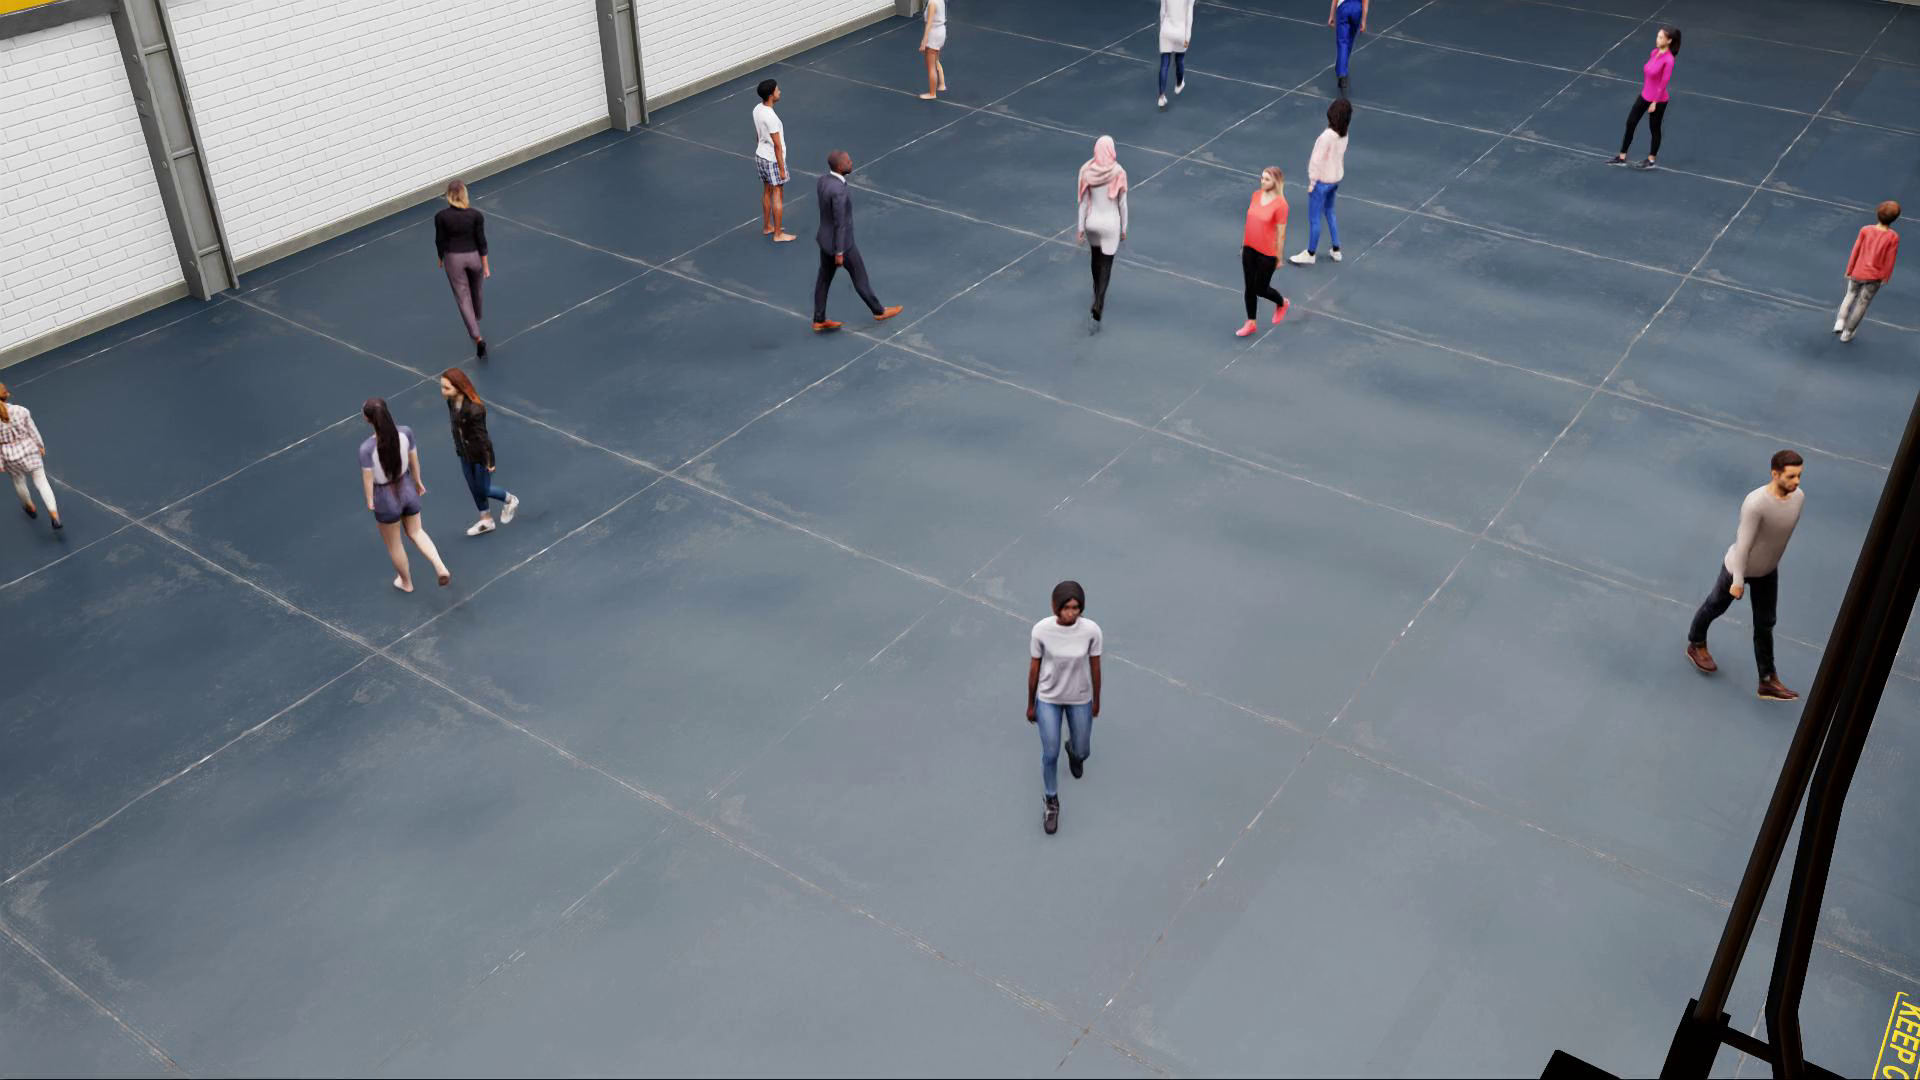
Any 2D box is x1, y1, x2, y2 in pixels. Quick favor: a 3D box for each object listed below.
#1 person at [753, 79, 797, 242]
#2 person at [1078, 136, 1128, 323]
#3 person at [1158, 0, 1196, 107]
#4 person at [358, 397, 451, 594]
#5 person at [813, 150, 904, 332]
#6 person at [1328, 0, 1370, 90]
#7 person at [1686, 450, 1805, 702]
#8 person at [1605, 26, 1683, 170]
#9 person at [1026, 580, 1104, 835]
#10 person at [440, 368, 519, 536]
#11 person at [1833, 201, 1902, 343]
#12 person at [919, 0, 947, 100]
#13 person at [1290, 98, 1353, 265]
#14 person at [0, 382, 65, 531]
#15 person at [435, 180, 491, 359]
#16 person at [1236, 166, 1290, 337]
[{"bbox_3d":[-2.010,-4.048,17.700,0.682,1.735,0.702,-17,37,-24],"label":"person"},{"bbox_3d":[1.364,-2.977,16.052,0.957,1.775,1.242,7,34,10],"label":"person"},{"bbox_3d":[2.702,-6.410,21.256,0.866,1.731,1.212,10,35,14],"label":"person"},{"bbox_3d":[-4.050,-0.268,12.103,0.668,1.634,0.710,24,41,32],"label":"person"},{"bbox_3d":[-1.242,-2.792,15.759,1.243,1.790,1.093,-12,35,-18],"label":"person"},{"bbox_3d":[5.094,-6.821,21.810,1.092,1.802,1.340,2,34,3],"label":"person"},{"bbox_3d":[5.299,0.152,11.294,1.143,1.831,1.125,-12,35,-17],"label":"person"},{"bbox_3d":[8.161,-5.134,19.380,0.958,1.682,0.882,-8,34,-12],"label":"person"},{"bbox_3d":[0.636,0.955,10.196,0.858,1.708,0.979,1,34,2],"label":"person"},{"bbox_3d":[-3.711,-0.709,12.917,0.589,1.467,0.677,27,42,34],"label":"person"},{"bbox_3d":[8.536,-2.505,15.674,0.562,1.406,0.586,28,43,35],"label":"person"},{"bbox_3d":[-0.282,-6.518,21.527,0.758,1.611,0.642,7,34,11],"label":"person"},{"bbox_3d":[3.750,-3.665,17.117,0.787,1.741,0.643,17,37,24],"label":"person"},{"bbox_3d":[-7.308,-0.637,12.970,0.918,1.288,0.763,-23,40,-30],"label":"person"},{"bbox_3d":[-4.574,-2.467,15.422,1.089,1.621,0.998,-15,37,-22],"label":"person"},{"bbox_3d":[2.922,-2.739,15.779,0.885,1.679,0.741,-22,39,-29],"label":"person"}]
